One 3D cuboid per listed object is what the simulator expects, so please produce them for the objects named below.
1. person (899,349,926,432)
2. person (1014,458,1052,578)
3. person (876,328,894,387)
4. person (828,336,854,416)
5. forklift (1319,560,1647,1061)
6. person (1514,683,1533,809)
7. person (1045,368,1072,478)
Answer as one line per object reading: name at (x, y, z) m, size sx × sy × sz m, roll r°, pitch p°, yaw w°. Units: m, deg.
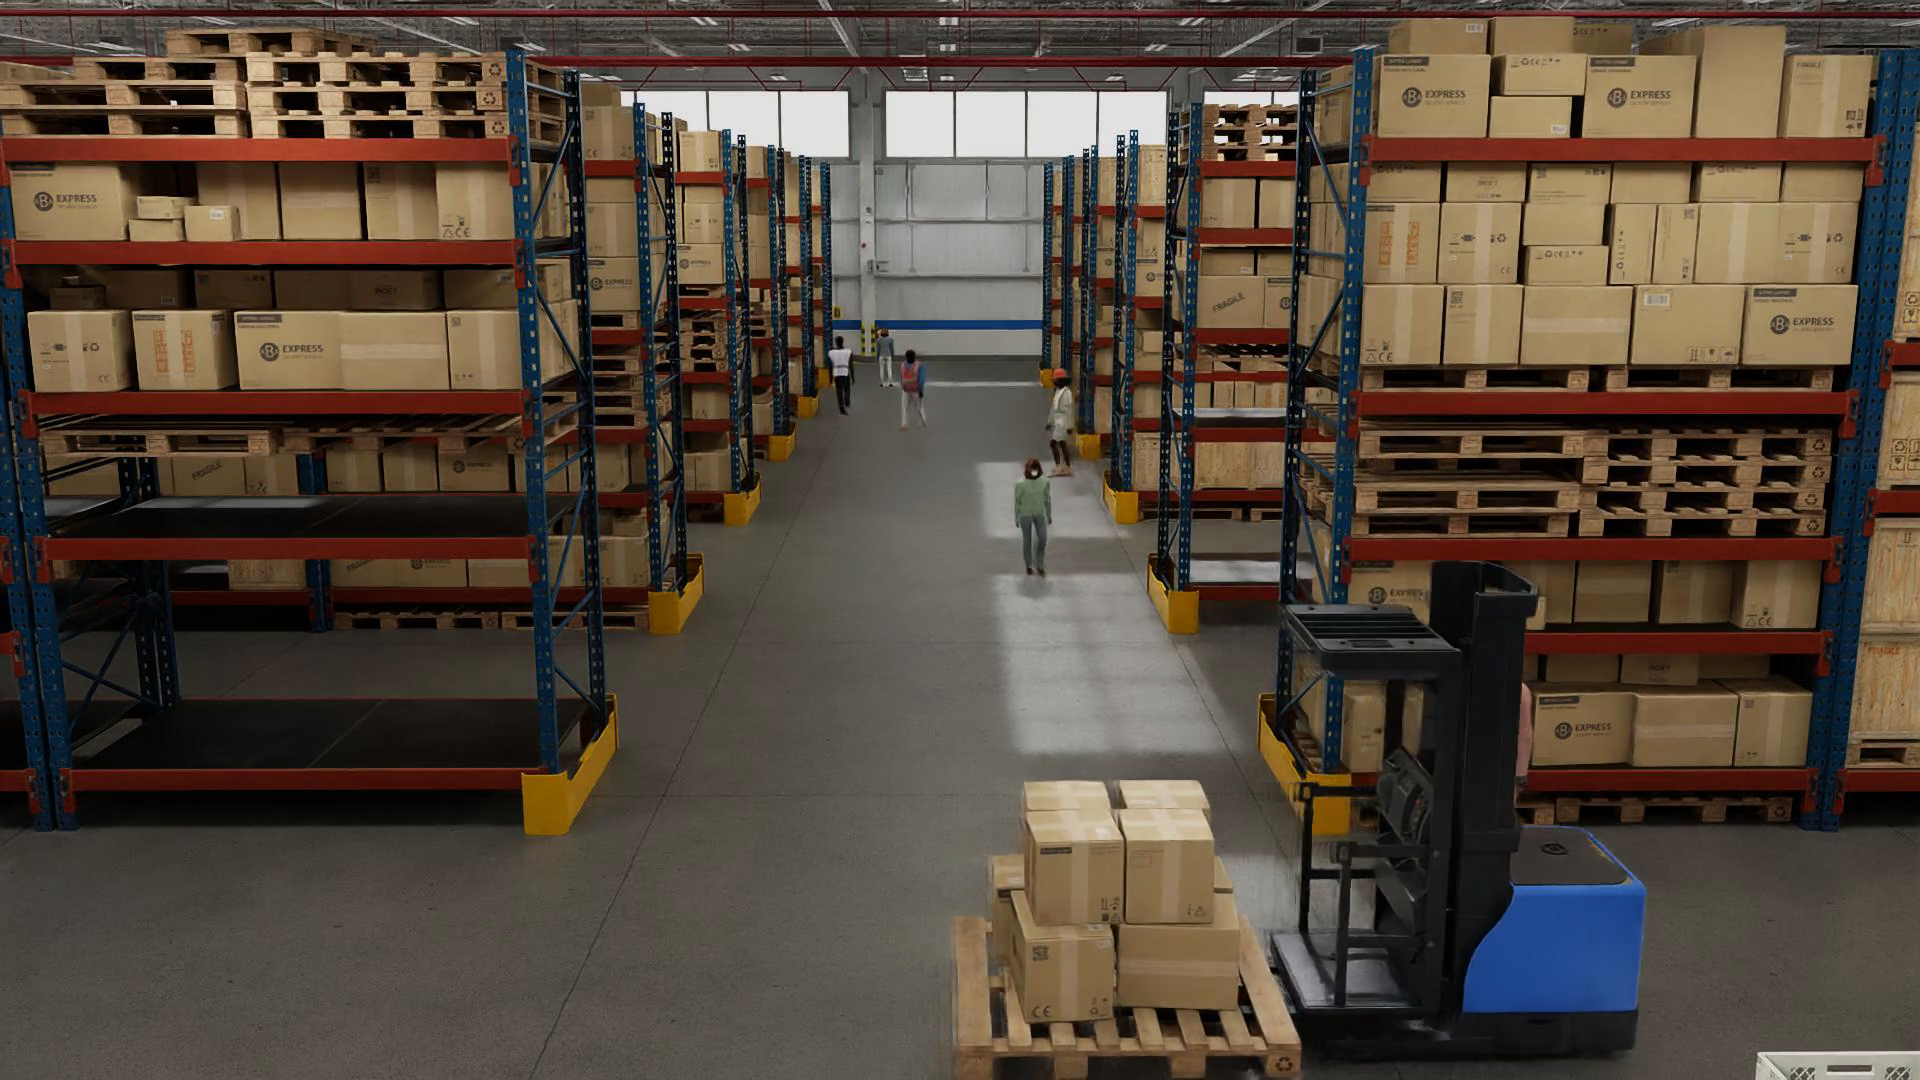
person at (-1.044, -3.335, 36.913) m, size 0.631 × 1.806 × 0.917 m, roll 6°, pitch 13°, yaw 28°
person at (0.997, -0.285, 22.245) m, size 0.533 × 1.609 × 0.644 m, roll -2°, pitch 12°, yaw -10°
person at (-2.050, -5.002, 45.593) m, size 0.499 × 1.633 × 0.280 m, roll 1°, pitch 11°, yaw 3°
person at (-2.818, -3.888, 39.426) m, size 0.618 × 1.888 × 0.649 m, roll 0°, pitch 11°, yaw -2°
forklift at (3.042, 1.565, 9.946) m, size 1.873 × 2.768 × 1.129 m, roll 0°, pitch 11°, yaw -1°
person at (3.887, 1.607, 12.169) m, size 0.399 × 1.905 × 0.642 m, roll -10°, pitch 15°, yaw -40°
person at (1.772, -2.138, 30.433) m, size 0.692 × 2.015 × 0.615 m, roll -2°, pitch 12°, yaw -8°
